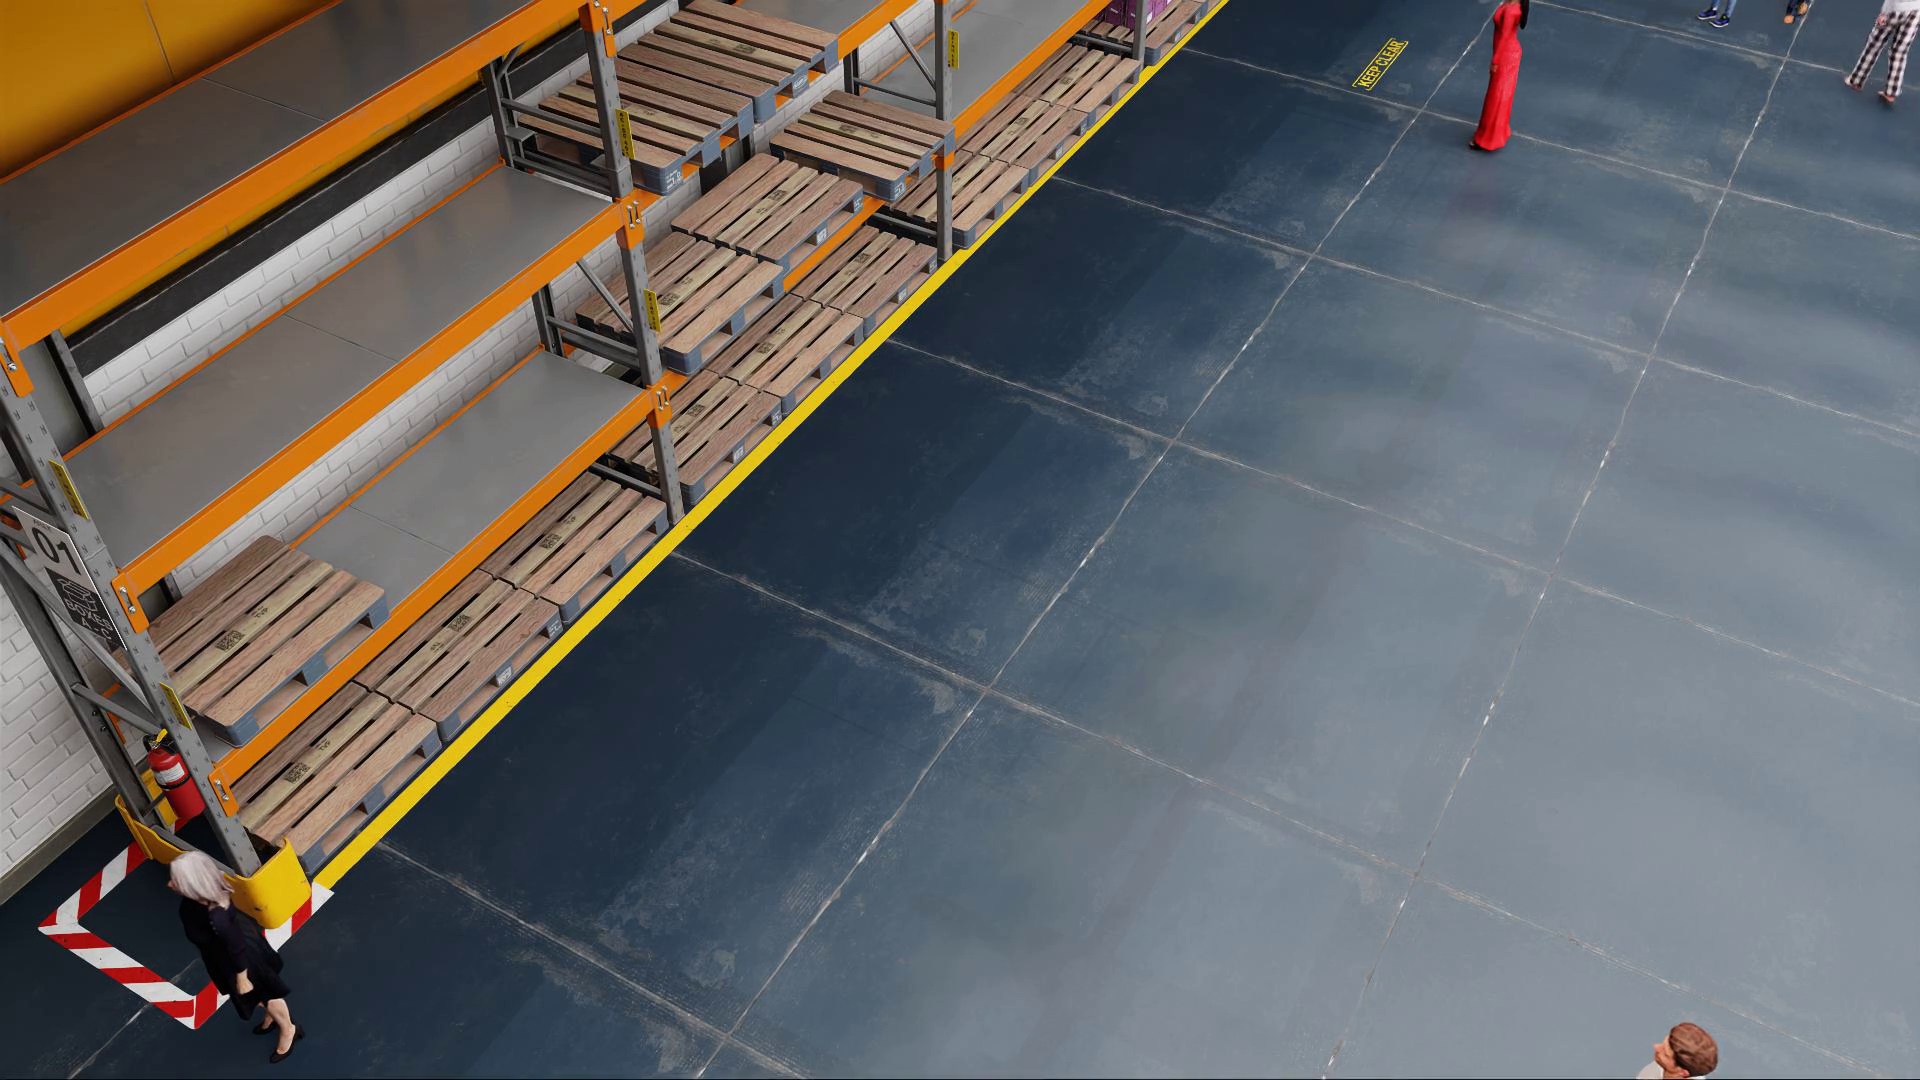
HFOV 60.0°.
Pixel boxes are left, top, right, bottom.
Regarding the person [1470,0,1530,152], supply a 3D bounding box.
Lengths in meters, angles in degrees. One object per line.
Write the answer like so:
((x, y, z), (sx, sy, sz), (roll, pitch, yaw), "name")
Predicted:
((5.179, -4.554, 15.795), (0.693, 1.784, 0.571), (19, 47, 19), "person")

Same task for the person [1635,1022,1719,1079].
((3.239, 2.872, 7.914), (0.766, 1.903, 0.559), (14, 45, 15), "person")

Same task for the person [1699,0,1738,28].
((8.317, -6.166, 17.871), (0.622, 1.255, 0.578), (-17, 46, -17), "person")

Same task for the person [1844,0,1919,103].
((9.382, -5.240, 16.472), (0.867, 1.843, 0.955), (-4, 44, -4), "person")

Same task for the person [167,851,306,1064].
((-3.810, 2.184, 8.750), (0.702, 1.747, 0.687), (-25, 49, -24), "person")
